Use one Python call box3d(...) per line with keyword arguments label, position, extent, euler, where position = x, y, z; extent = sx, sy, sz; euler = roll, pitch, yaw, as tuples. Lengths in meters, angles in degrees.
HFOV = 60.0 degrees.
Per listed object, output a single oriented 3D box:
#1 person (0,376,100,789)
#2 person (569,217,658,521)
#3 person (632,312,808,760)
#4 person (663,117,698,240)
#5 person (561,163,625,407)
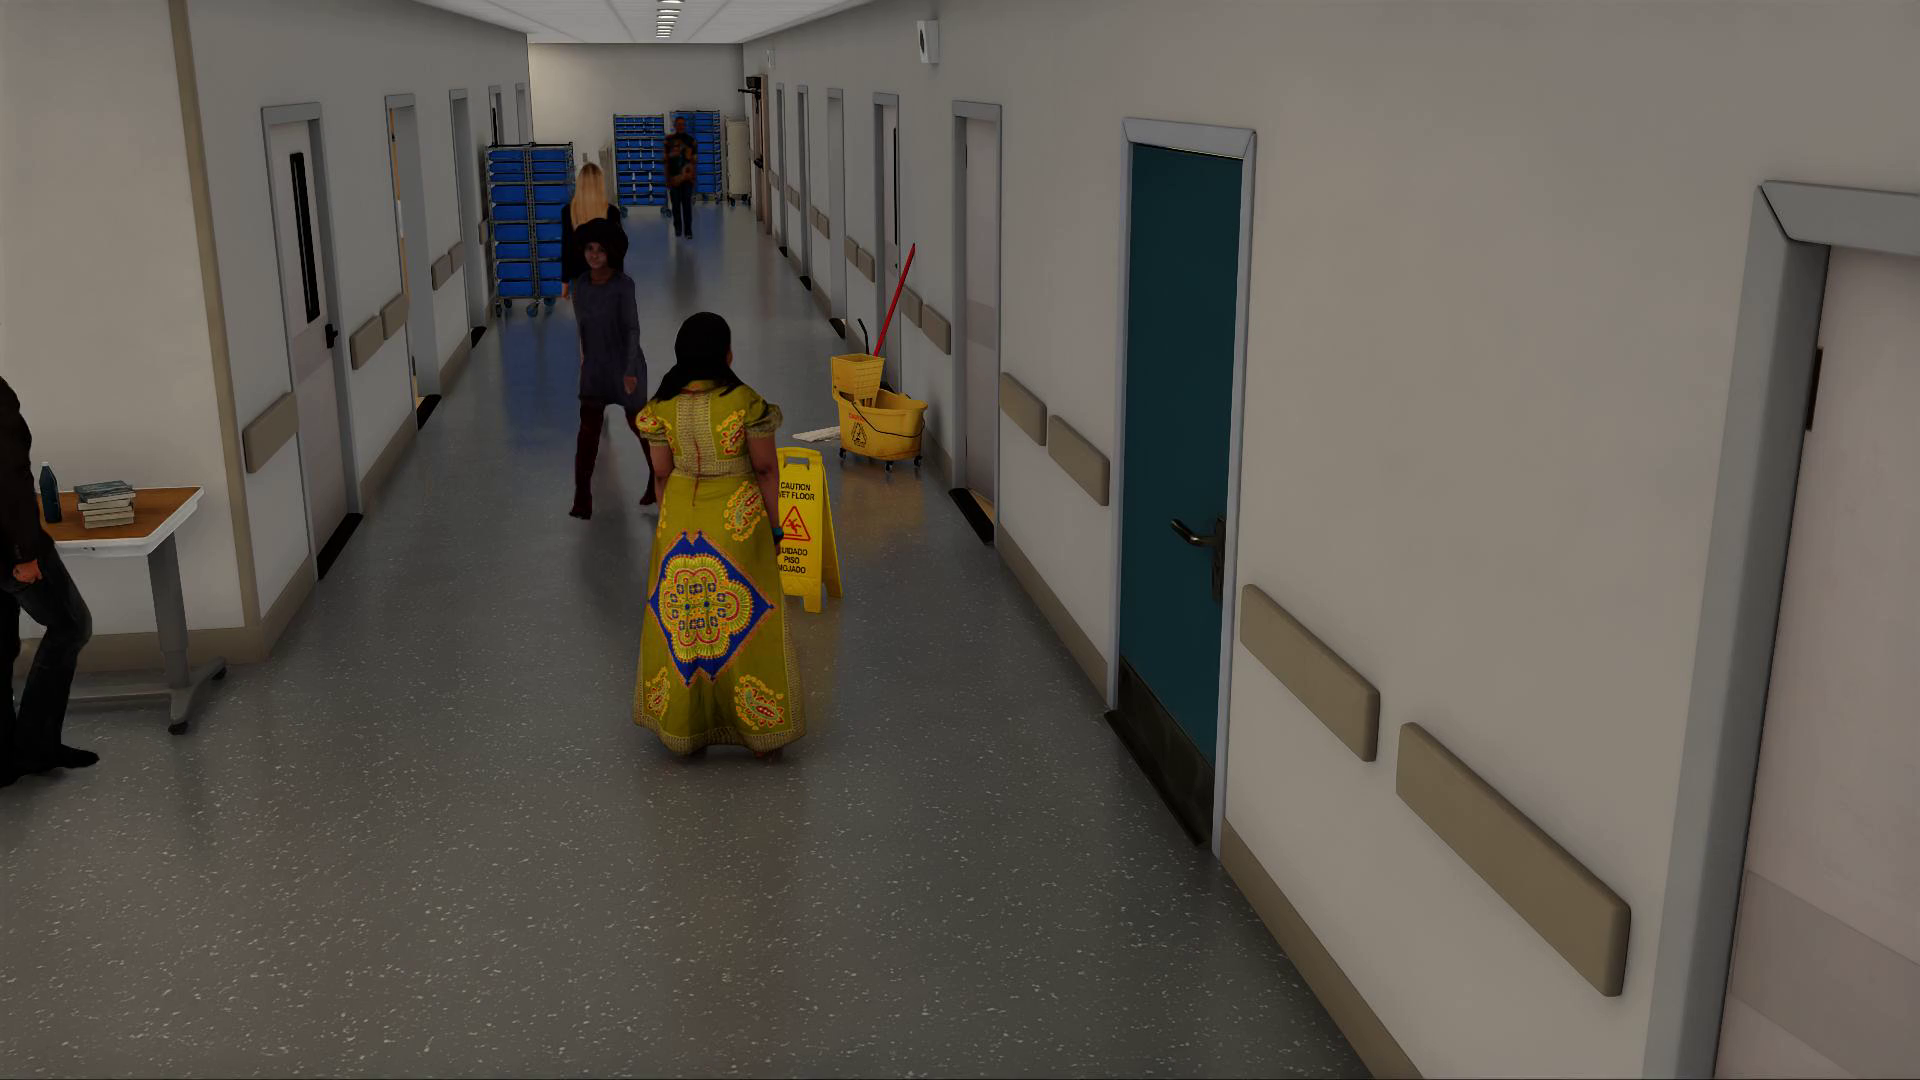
box3d(label="person", position=(-3.406, 0.020, 5.716), extent=(0.795, 1.791, 0.826), euler=(8, 18, 26))
box3d(label="person", position=(-1.903, -0.959, 9.406), extent=(1.003, 1.671, 1.169), euler=(9, 18, 28))
box3d(label="person", position=(-0.888, -0.010, 6.061), extent=(0.937, 1.661, 0.888), euler=(1, 16, 5))
box3d(label="person", position=(-4.202, -5.396, 24.884), extent=(0.691, 1.773, 1.184), euler=(-3, 16, -11))
box3d(label="person", position=(-2.632, -1.742, 11.944), extent=(0.632, 1.802, 1.152), euler=(-3, 16, -11))
